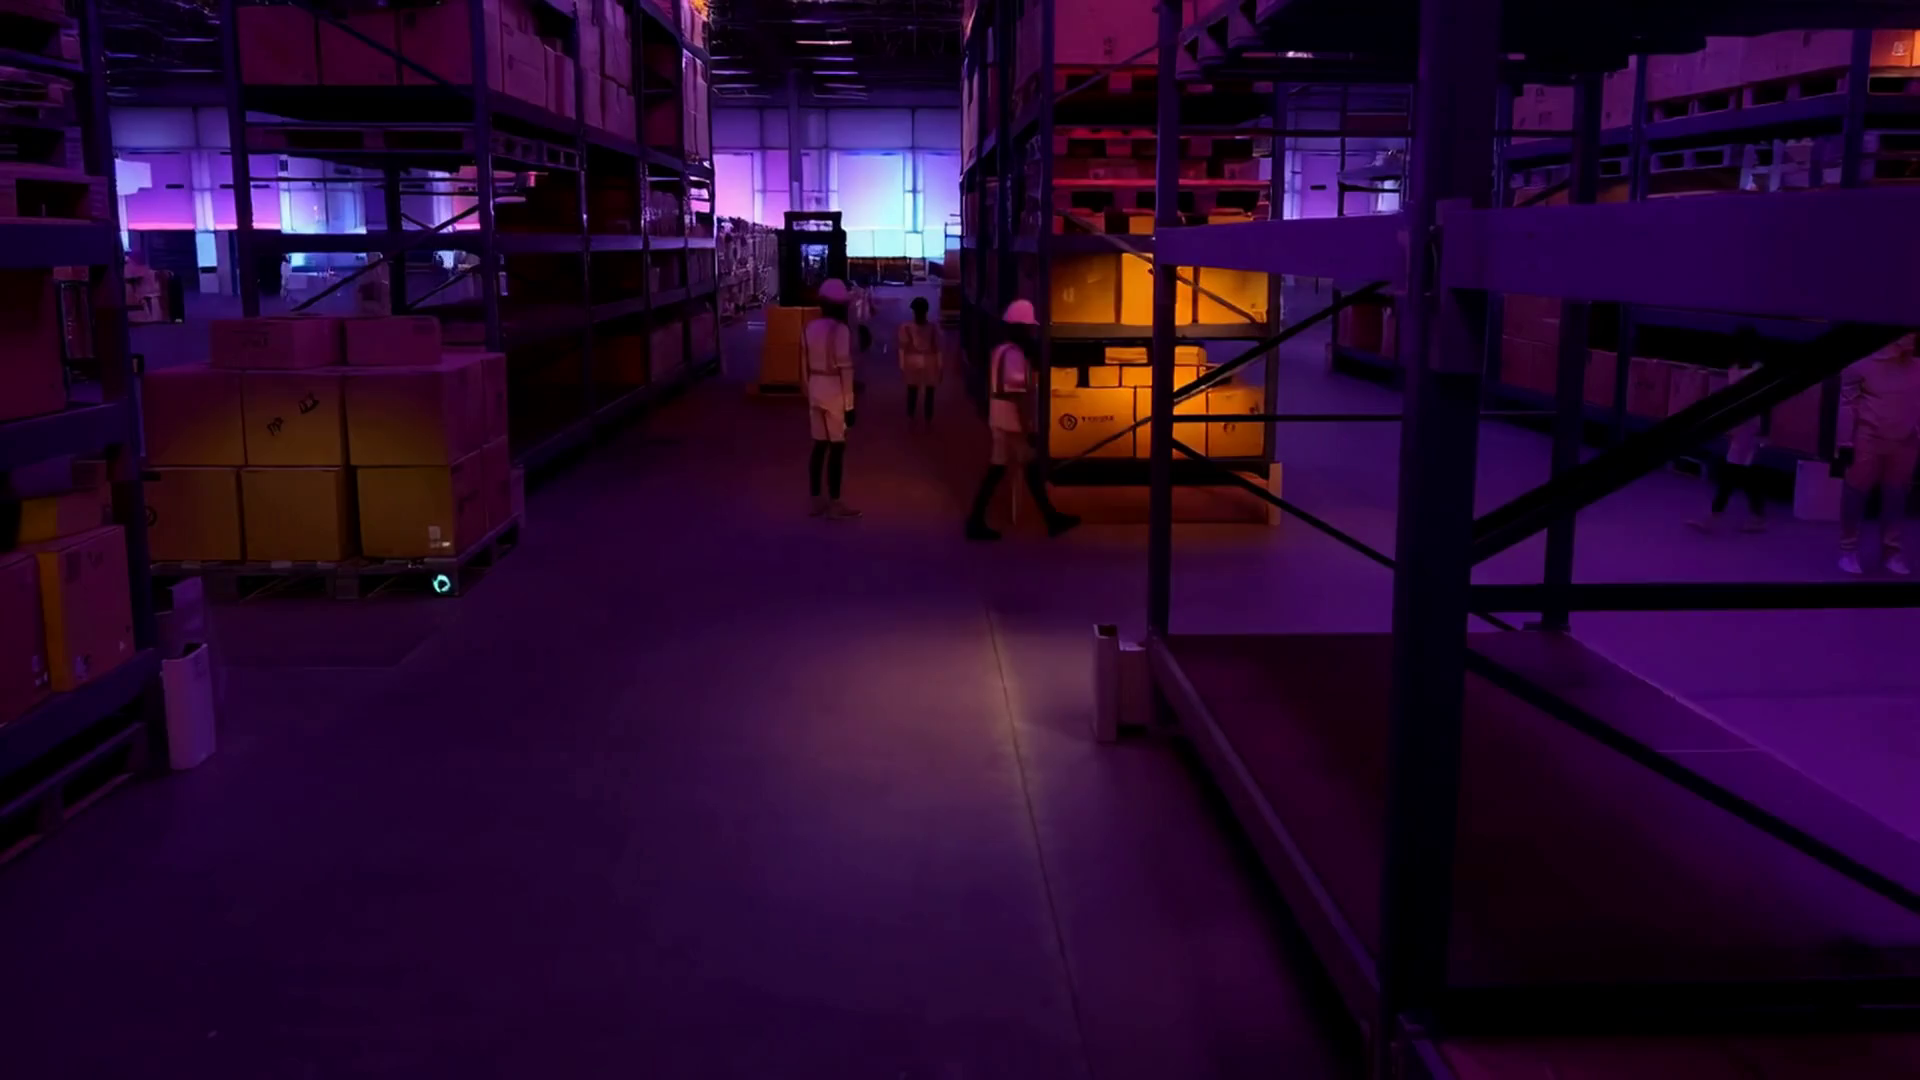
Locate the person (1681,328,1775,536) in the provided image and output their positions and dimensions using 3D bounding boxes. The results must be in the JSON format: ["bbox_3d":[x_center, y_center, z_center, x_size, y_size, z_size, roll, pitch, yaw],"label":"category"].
[{"bbox_3d":[6.151,-0.853,13.270,0.856,1.652,0.548,-1,10,-5],"label":"person"}]

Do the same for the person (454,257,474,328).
[{"bbox_3d":[-13.517,-6.705,45.151,0.589,1.912,0.557,5,11,26],"label":"person"}]

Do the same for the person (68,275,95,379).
[{"bbox_3d":[-15.068,-3.634,28.471,0.522,1.769,0.312,9,14,41],"label":"person"}]

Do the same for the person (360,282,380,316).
[{"bbox_3d":[-10.858,-3.902,30.376,0.782,1.602,0.545,1,10,3],"label":"person"}]

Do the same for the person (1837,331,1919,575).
[{"bbox_3d":[6.529,-0.692,11.727,0.642,1.900,0.400,0,10,2],"label":"person"}]

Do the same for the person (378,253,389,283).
[{"bbox_3d":[-21.568,-9.781,62.307,0.400,1.919,0.581,1,10,3],"label":"person"}]

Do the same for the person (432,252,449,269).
[{"bbox_3d":[-17.592,-8.777,56.354,0.682,2.000,0.978,8,13,36],"label":"person"}]

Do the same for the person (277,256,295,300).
[{"bbox_3d":[-26.911,-10.462,66.439,0.641,1.798,0.950,10,14,43],"label":"person"}]

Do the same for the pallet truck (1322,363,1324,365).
[{"bbox_3d":[7.712,-4.157,30.737,1.885,1.965,0.823,3,11,16],"label":"pallet truck"}]

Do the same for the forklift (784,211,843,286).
[{"bbox_3d":[-2.354,-3.930,27.015,1.129,2.768,1.873,0,10,-2],"label":"forklift"}]

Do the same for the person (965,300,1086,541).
[{"bbox_3d":[0.497,-0.915,12.987,0.993,1.881,0.565,-1,10,-4],"label":"person"}]

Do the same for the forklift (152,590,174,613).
[{"bbox_3d":[-5.858,-0.811,9.639,1.873,2.768,1.129,-1,10,-3],"label":"forklift"}]

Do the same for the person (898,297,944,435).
[{"bbox_3d":[-0.467,-2.095,20.145,0.560,1.673,0.545,0,10,-1],"label":"person"}]

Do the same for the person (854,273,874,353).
[{"bbox_3d":[-2.035,-4.791,35.136,0.465,1.690,0.542,-4,11,-20],"label":"person"}]

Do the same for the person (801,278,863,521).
[{"bbox_3d":[-1.071,-1.186,14.062,0.391,2.040,0.615,-9,13,-40],"label":"person"}]

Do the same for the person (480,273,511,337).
[{"bbox_3d":[-11.358,-5.944,40.924,0.988,1.923,0.618,1,10,6],"label":"person"}]
